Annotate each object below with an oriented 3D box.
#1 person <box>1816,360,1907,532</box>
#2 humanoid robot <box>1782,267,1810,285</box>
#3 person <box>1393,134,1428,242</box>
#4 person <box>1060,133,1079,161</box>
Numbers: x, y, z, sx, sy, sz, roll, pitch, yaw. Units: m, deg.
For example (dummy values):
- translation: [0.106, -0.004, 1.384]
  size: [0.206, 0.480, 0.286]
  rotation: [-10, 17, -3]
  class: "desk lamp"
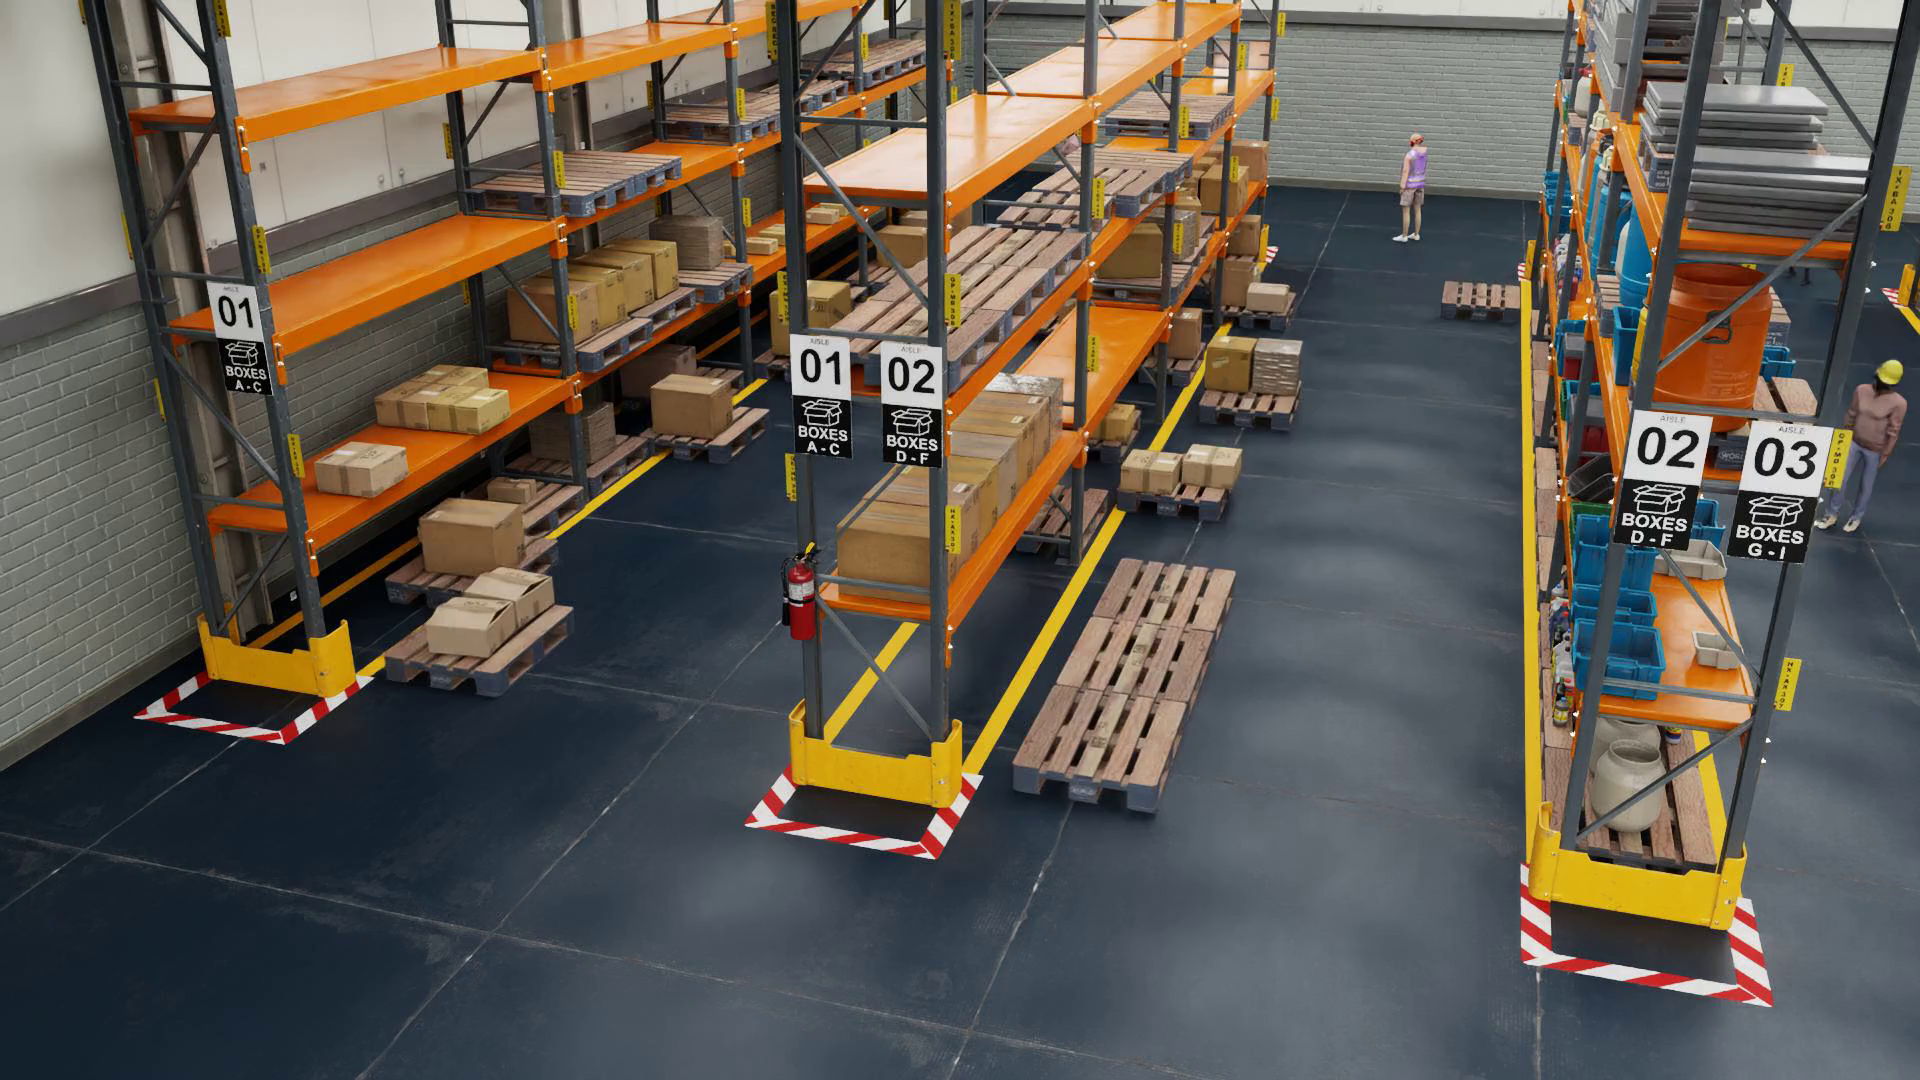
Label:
- translation: [8.342, -0.854, 15.305]
  size: [0.559, 1.729, 0.554]
  rotation: [-16, 28, -33]
  class: "person"
- translation: [12.184, -4.532, 23.914]
  size: [0.382, 1.646, 0.593]
  rotation: [-11, 26, -24]
  class: "humanoid robot"
- translation: [7.143, -5.555, 26.265]
  size: [0.489, 1.688, 0.351]
  rotation: [-14, 27, -29]
  class: "person"
- translation: [1.790, -5.942, 27.032]
  size: [0.338, 1.794, 0.505]
  rotation: [0, 23, 1]
  class: "person"
